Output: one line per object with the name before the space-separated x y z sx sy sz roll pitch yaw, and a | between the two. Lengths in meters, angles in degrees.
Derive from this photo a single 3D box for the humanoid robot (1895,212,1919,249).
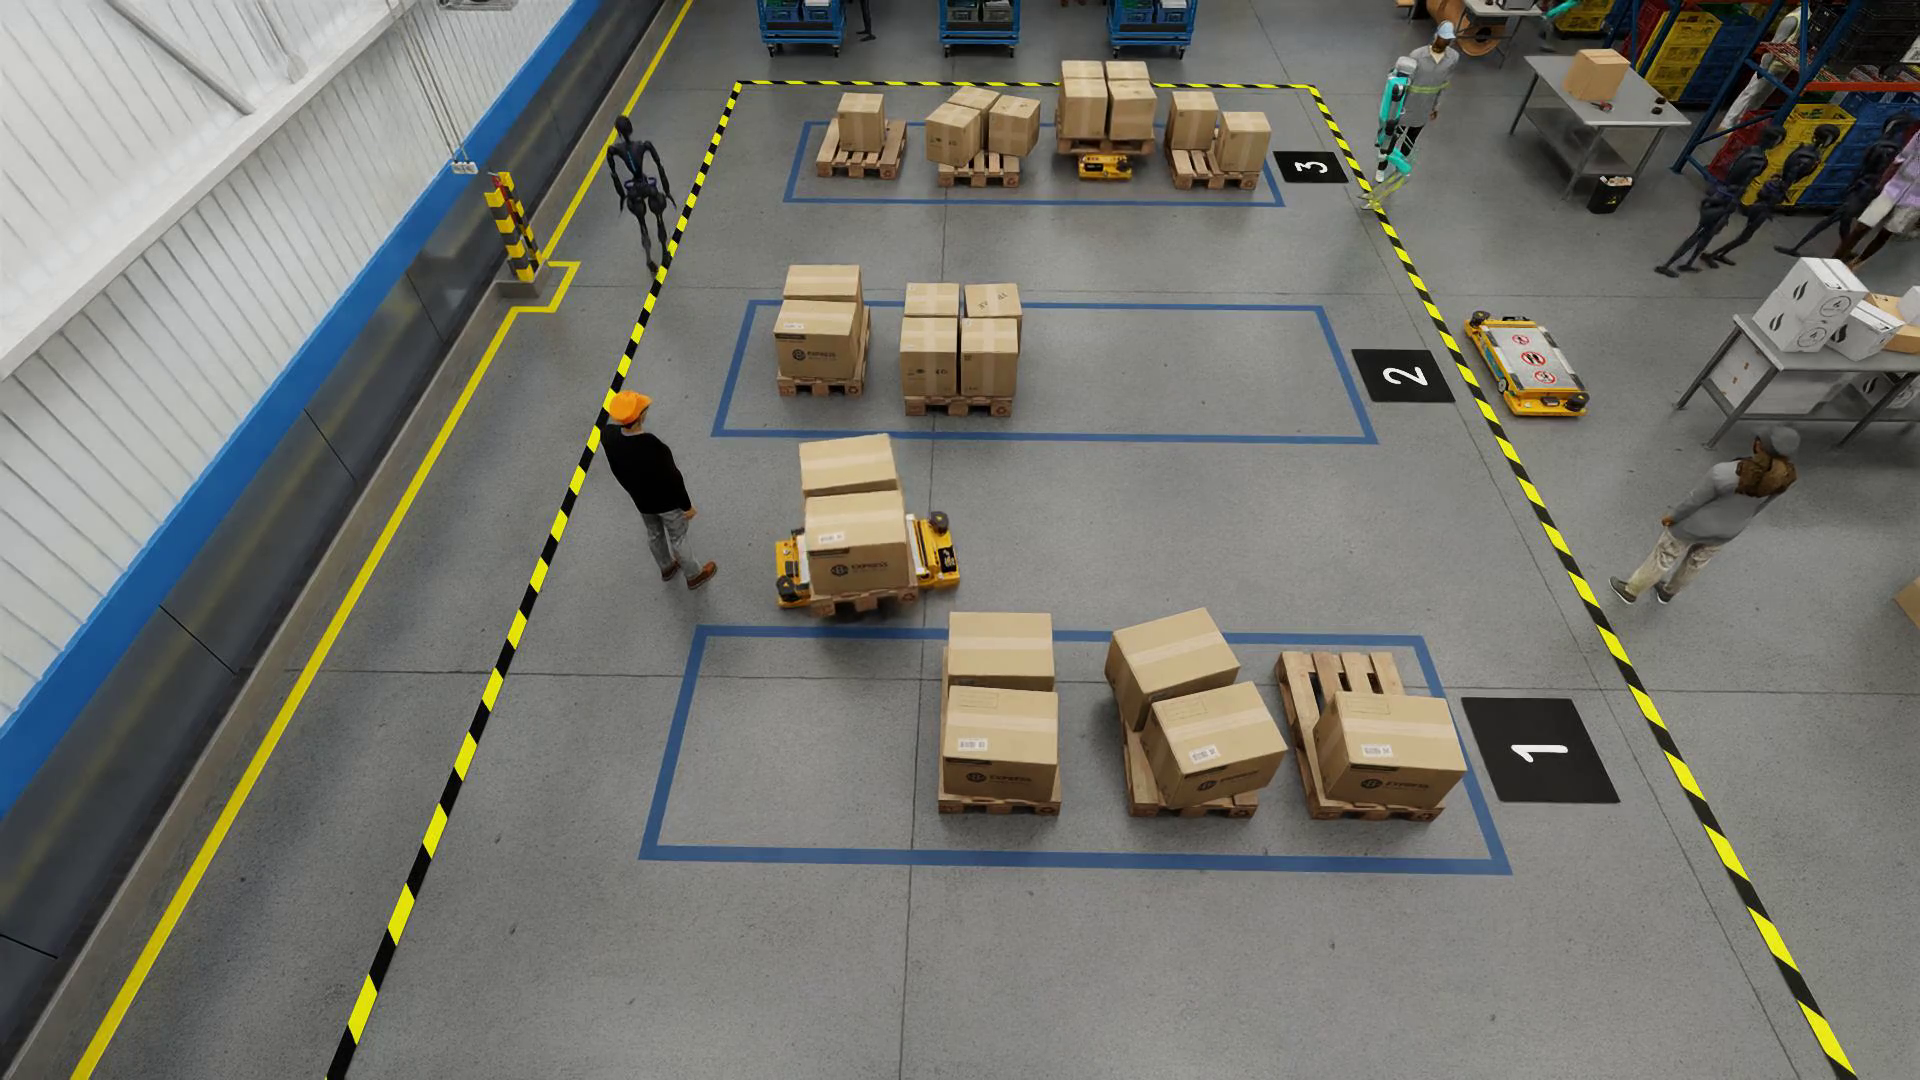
humanoid robot | 10.983 -4.032 10.114 0.718 1.888 0.533 1 49 1

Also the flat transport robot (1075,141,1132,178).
flat transport robot | 1.850 -5.188 12.005 0.652 0.197 1.431 1 49 1

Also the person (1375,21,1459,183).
person | 5.494 -5.226 11.009 0.588 1.852 0.371 -1 49 -1

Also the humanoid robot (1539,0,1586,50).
humanoid robot | 9.093 -8.167 13.687 0.716 1.872 0.538 16 51 13

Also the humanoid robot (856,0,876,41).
humanoid robot | -1.517 -8.568 14.008 0.315 1.657 0.599 -11 50 -9

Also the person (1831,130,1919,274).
person | 9.638 -3.475 9.397 0.963 1.997 0.622 -28 55 -22

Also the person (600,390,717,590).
person | -2.224 -0.342 6.761 0.590 1.882 0.375 19 52 16

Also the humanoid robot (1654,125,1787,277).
humanoid robot | 8.065 -3.542 9.671 0.539 1.637 0.613 16 51 13

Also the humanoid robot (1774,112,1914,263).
humanoid robot | 9.753 -3.745 9.884 0.778 1.610 0.609 22 53 18

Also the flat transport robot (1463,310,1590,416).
flat transport robot | 5.573 -1.757 9.054 0.659 0.231 1.431 1 49 1

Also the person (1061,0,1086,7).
person | 1.919 -9.766 14.882 0.630 1.940 0.370 -12 50 -10

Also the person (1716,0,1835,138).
person | 10.562 -6.131 11.809 0.622 1.835 0.431 -15 51 -12

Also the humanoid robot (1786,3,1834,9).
humanoid robot | 12.602 -7.983 13.526 0.720 1.629 0.594 -29 55 -23

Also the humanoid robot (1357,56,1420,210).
humanoid robot | 5.030 -4.588 10.444 0.735 1.677 0.533 10 50 8

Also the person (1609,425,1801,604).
person | 5.435 -0.129 6.652 0.563 1.769 0.396 1 49 1

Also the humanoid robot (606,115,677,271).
humanoid robot | -3.367 -3.642 9.759 0.601 1.626 0.526 -8 50 -6

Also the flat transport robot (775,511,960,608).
flat transport robot | -0.760 0.142 7.392 1.431 0.197 0.652 -8 50 -7

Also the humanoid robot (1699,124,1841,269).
humanoid robot | 8.624 -3.674 9.789 0.446 1.638 0.609 36 58 27
